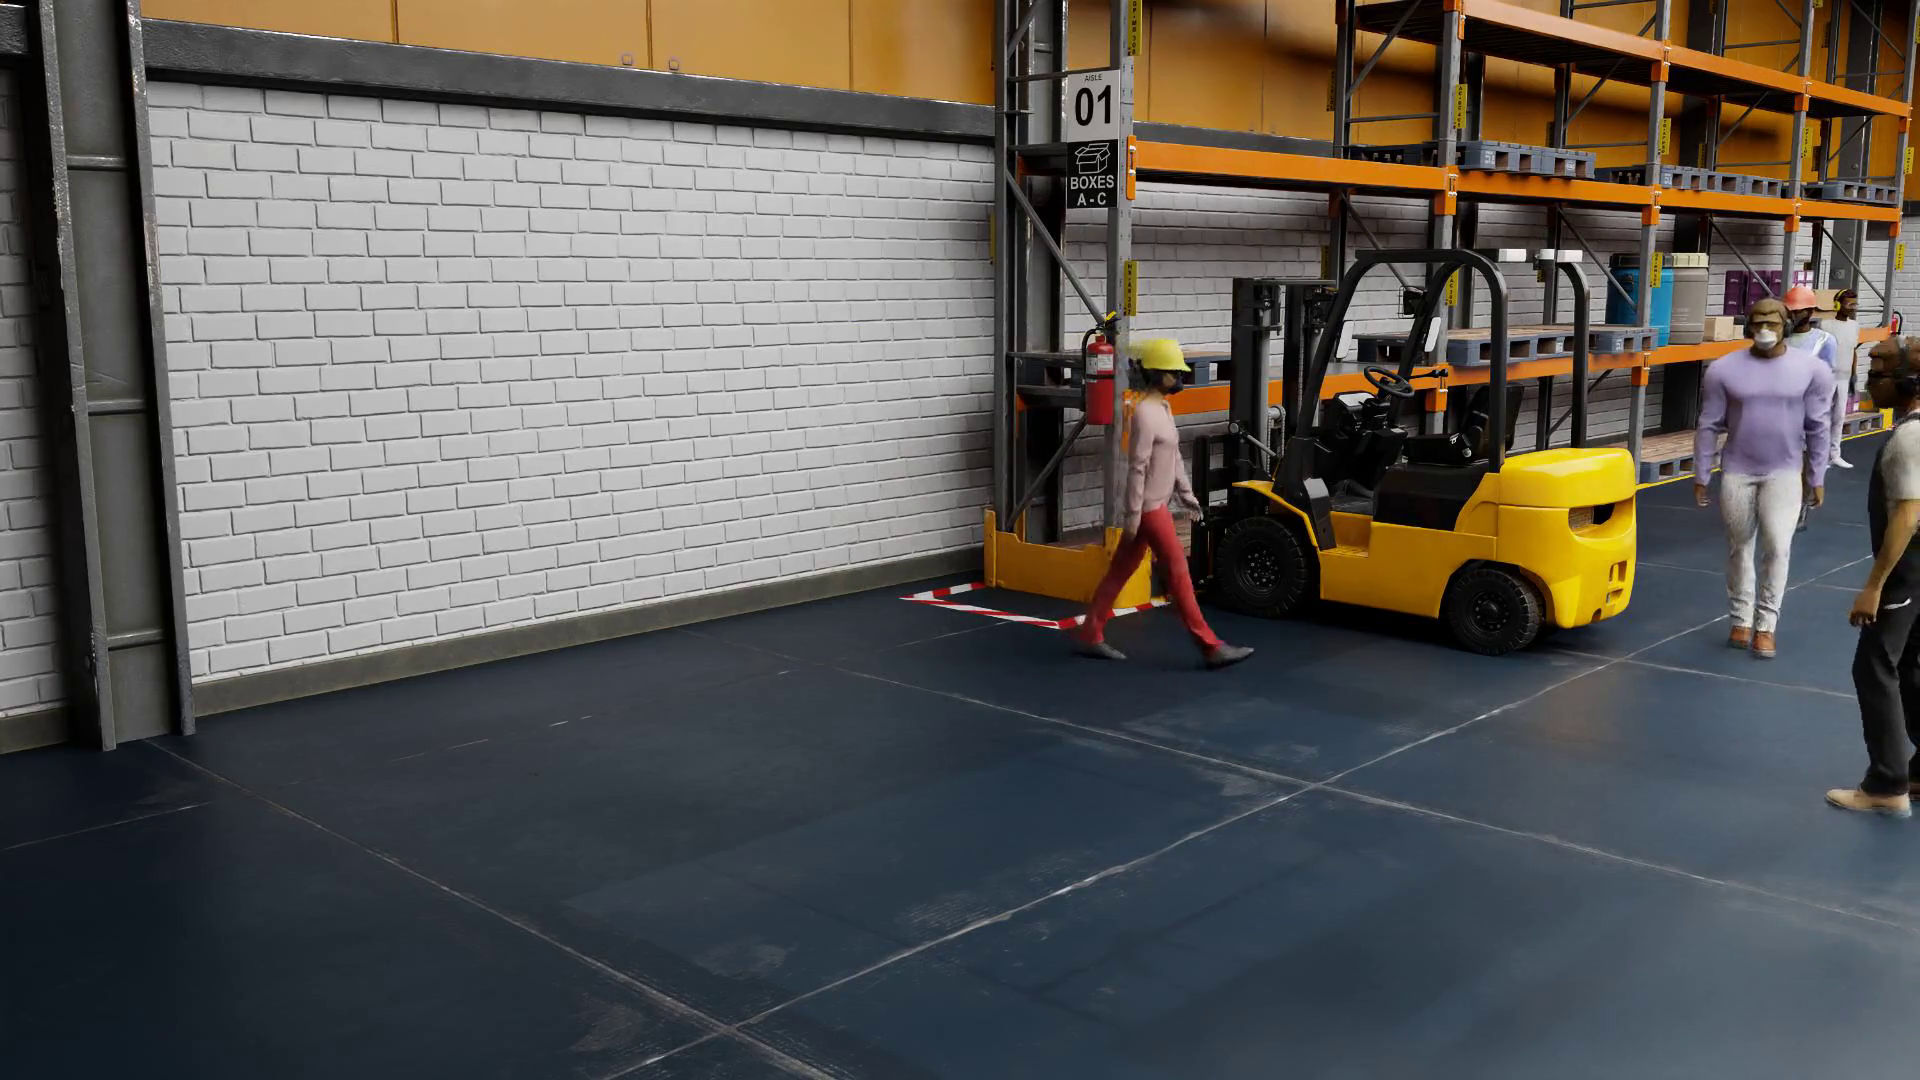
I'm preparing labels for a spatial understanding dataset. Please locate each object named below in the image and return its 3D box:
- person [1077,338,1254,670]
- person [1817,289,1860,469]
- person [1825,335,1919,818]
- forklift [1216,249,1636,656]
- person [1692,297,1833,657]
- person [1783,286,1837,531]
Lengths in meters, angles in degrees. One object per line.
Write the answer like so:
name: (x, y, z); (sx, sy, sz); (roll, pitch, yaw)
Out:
person: (1.041, -0.179, 8.609); (0.947, 1.713, 0.532); (2, 10, 13)
person: (9.108, -1.666, 17.284); (0.513, 1.862, 0.327); (-3, 10, -15)
person: (3.576, 0.153, 6.261); (0.442, 1.824, 0.556); (7, 12, 39)
forklift: (2.710, -0.584, 9.626); (2.313, 2.155, 1.214); (9, 13, 43)
person: (4.261, -0.329, 8.890); (0.664, 1.914, 0.705); (5, 11, 29)
person: (6.600, -1.035, 13.175); (0.548, 1.936, 0.378); (9, 13, 43)
